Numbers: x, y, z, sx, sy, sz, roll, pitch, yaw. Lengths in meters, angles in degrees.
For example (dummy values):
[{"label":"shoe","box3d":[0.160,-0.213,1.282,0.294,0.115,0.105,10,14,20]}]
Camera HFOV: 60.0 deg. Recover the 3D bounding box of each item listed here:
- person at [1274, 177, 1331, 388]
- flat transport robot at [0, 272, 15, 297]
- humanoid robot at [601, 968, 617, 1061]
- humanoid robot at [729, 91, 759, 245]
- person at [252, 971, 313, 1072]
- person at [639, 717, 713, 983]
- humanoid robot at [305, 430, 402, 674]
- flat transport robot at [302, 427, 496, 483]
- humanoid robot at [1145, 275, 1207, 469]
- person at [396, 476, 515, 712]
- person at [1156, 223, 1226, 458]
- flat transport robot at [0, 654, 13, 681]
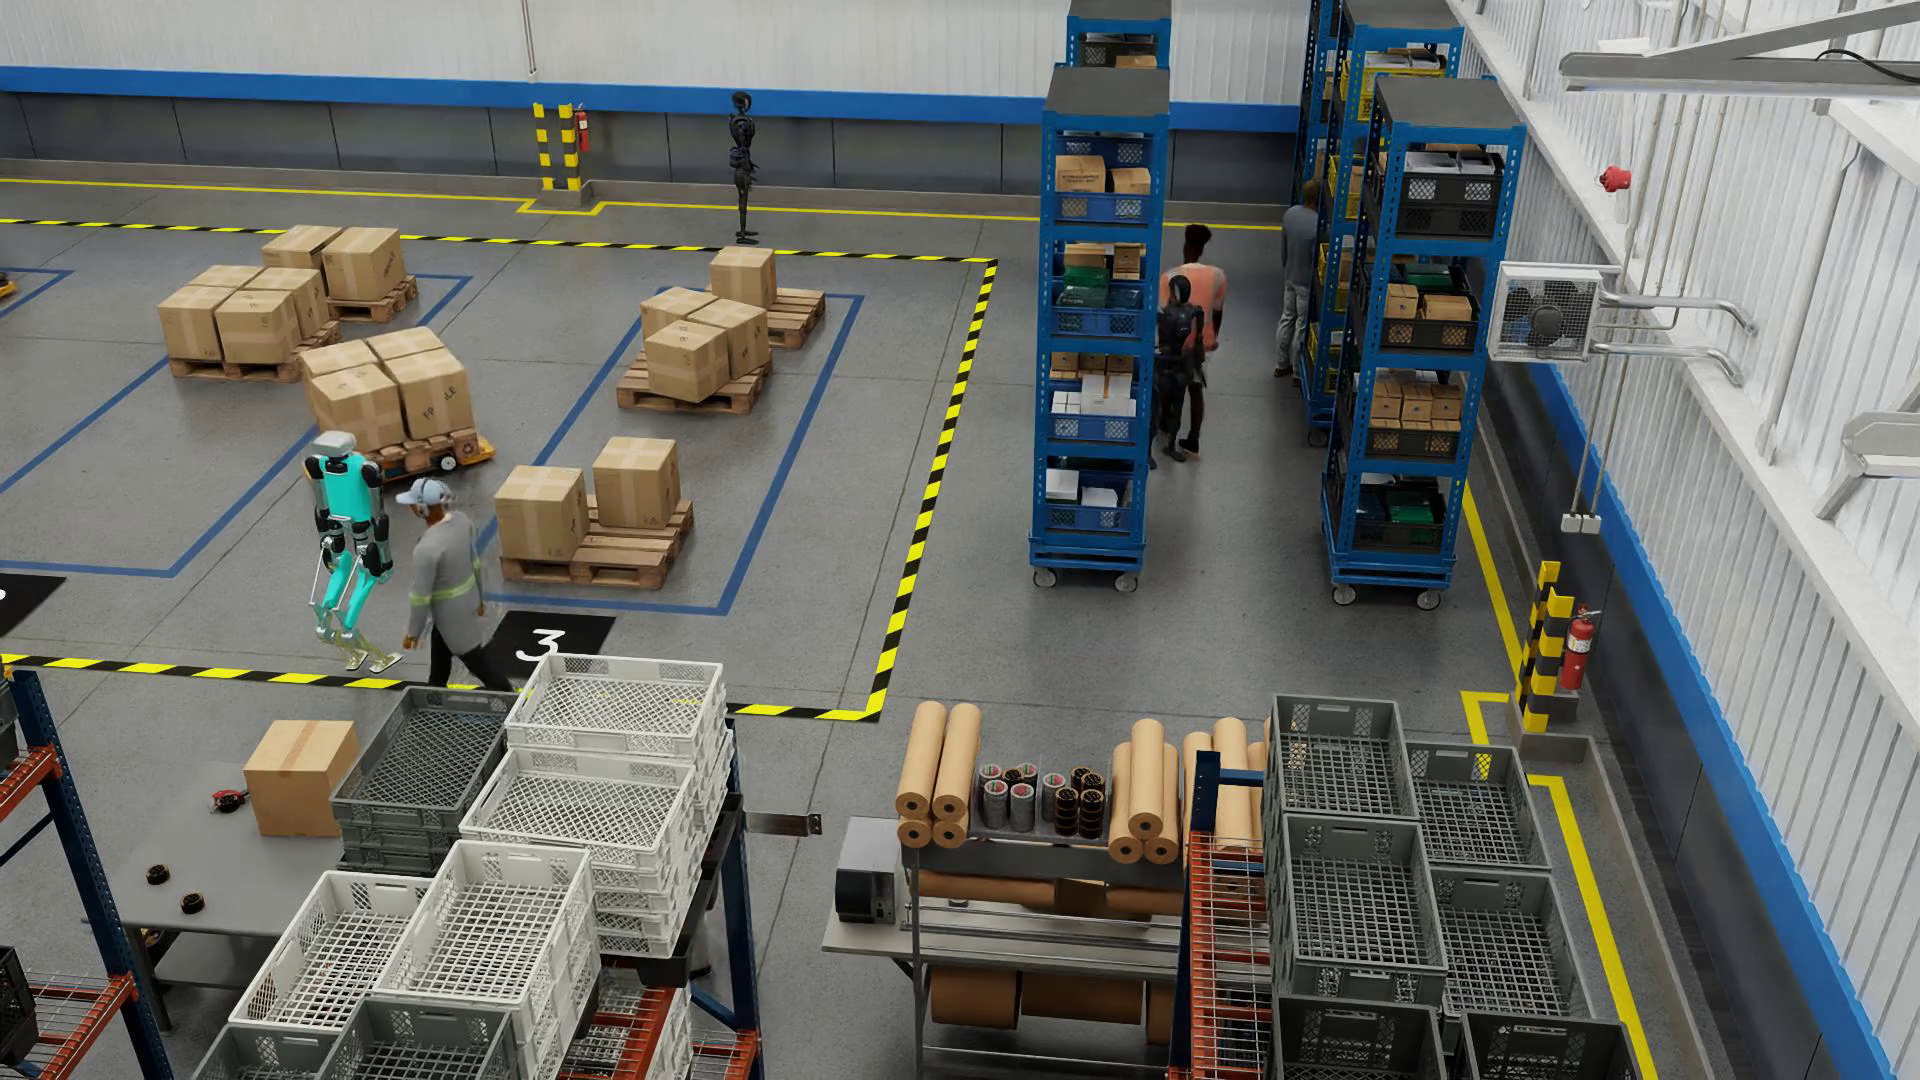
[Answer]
[{"label":"person","box3d":[3.114,-2.325,15.008,0.373,1.940,0.628,-13,33,-22]},{"label":"flat transport robot","box3d":[-10.592,-2.581,17.079,1.431,0.197,0.652,3,30,6]},{"label":"humanoid robot","box3d":[-1.833,2.100,7.698,0.753,1.622,0.613,-19,35,-29]},{"label":"humanoid robot","box3d":[-2.378,-4.123,18.341,0.315,1.657,0.599,-2,30,-4]},{"label":"person","box3d":[-2.622,2.449,6.906,0.631,1.839,0.429,23,37,34]},{"label":"person","box3d":[-1.426,1.572,8.461,0.406,1.797,0.646,-20,36,-30]},{"label":"humanoid robot","box3d":[-4.035,0.161,10.805,0.533,1.675,0.735,9,31,15]},{"label":"flat transport robot","box3d":[-4.694,-0.728,13.897,1.431,0.197,0.652,-18,35,-27]},{"label":"humanoid robot","box3d":[1.746,-1.390,13.644,0.599,1.659,0.315,-13,33,-21]},{"label":"person","box3d":[-3.206,0.426,10.415,0.960,1.802,0.599,2,30,4]},{"label":"person","box3d":[1.900,-1.695,13.942,0.629,1.909,0.871,-5,31,-8]},{"label":"flat transport robot","box3d":[-7.142,0.969,11.010,1.431,0.231,0.659,3,30,6]}]
